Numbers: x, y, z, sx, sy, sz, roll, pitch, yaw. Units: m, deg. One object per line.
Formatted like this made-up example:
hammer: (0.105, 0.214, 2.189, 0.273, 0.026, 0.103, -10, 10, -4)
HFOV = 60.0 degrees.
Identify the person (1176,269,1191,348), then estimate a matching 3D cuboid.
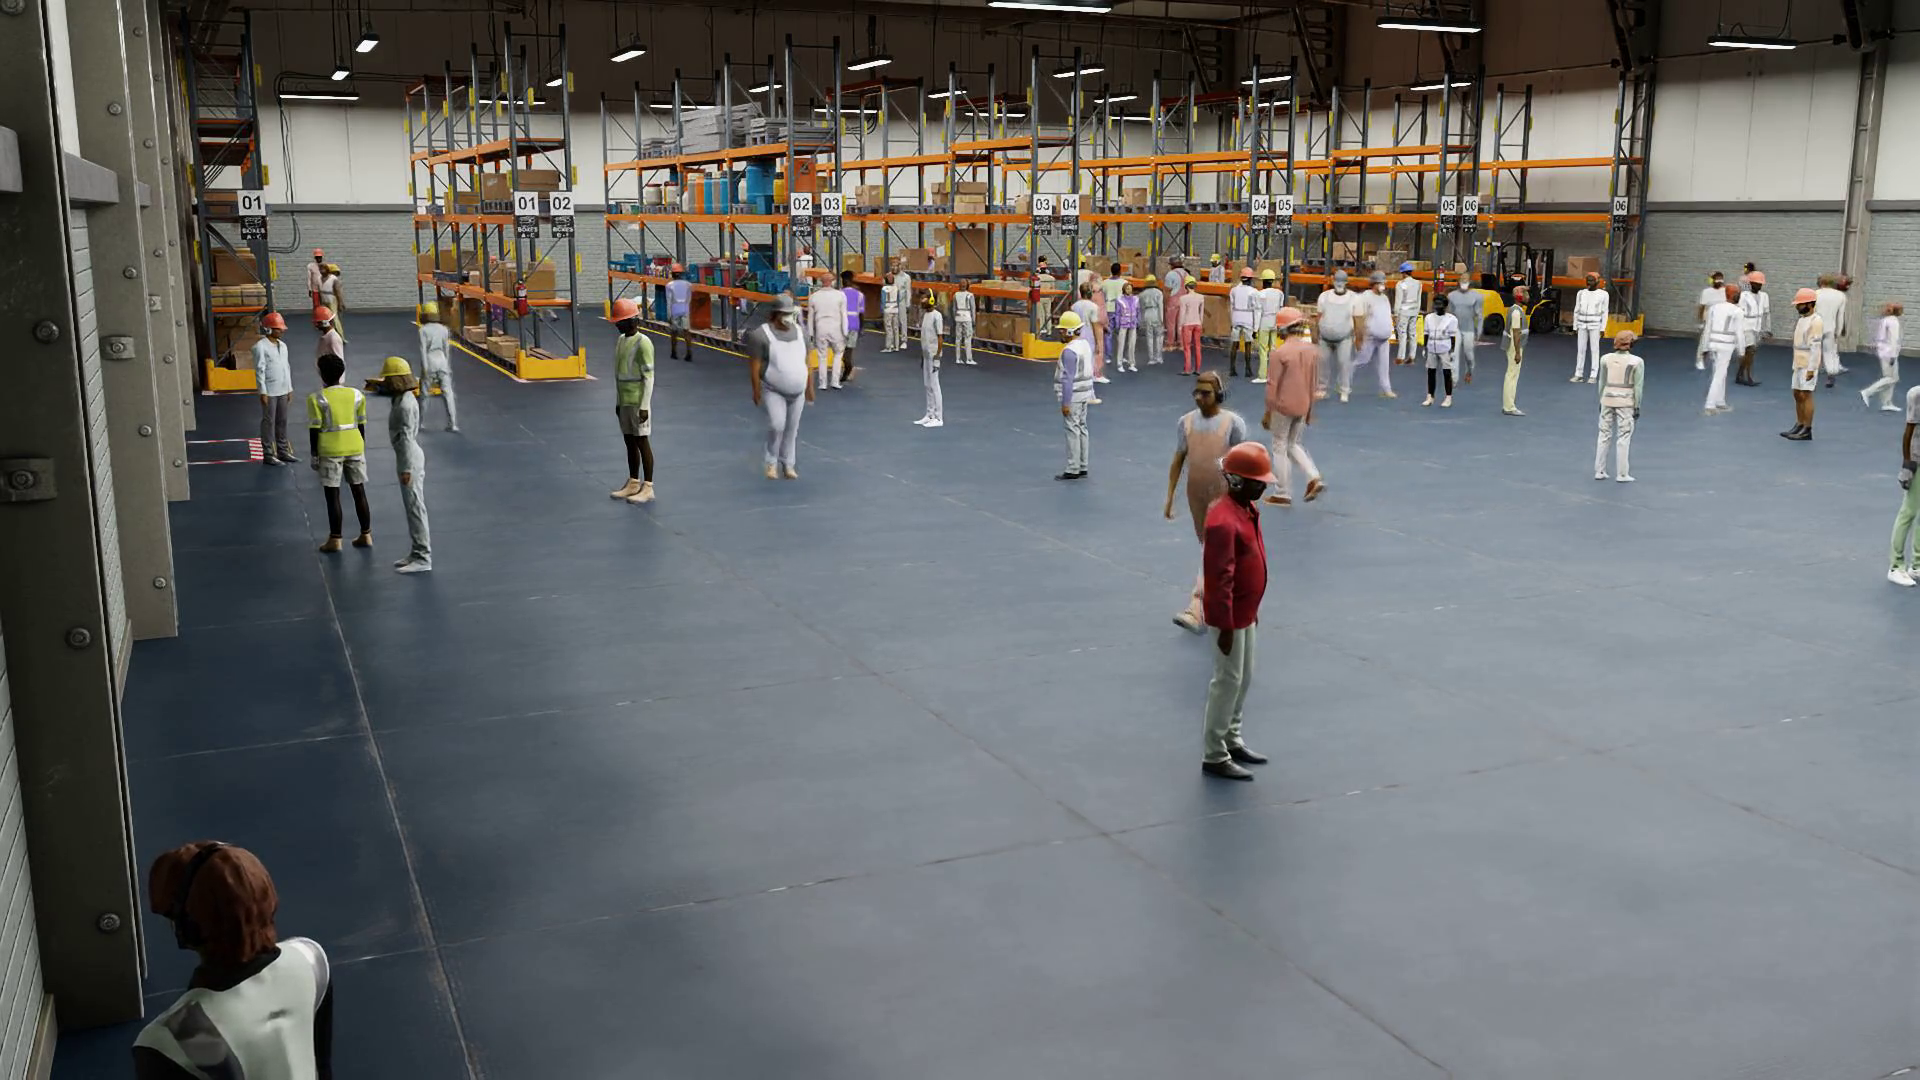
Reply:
person: (4.757, -4.933, 35.506, 0.320, 1.687, 0.537, -2, 11, -9)

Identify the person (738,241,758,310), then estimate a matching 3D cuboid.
person: (-6.313, -7.875, 49.593, 0.620, 2.027, 0.408, 1, 11, 5)

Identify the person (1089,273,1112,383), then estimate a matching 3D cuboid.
person: (2.334, -3.632, 28.480, 0.617, 1.862, 0.670, 4, 12, 18)

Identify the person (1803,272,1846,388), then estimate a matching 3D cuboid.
person: (14.008, -3.382, 27.015, 0.641, 1.926, 0.647, 2, 11, 9)

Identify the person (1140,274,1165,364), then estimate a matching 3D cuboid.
person: (3.699, -4.216, 31.821, 0.522, 1.705, 0.481, 7, 13, 31)

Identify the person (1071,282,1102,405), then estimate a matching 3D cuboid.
person: (1.900, -2.966, 25.103, 0.508, 1.846, 0.345, 11, 15, 43)

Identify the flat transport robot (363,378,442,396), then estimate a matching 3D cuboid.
flat transport robot: (-8.846, -2.467, 26.579, 1.431, 0.197, 0.652, 8, 14, 36)

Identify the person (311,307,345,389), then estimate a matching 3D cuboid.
person: (-7.692, -1.968, 20.290, 0.337, 1.742, 0.561, -7, 13, -32)

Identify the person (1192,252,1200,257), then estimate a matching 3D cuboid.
person: (7.448, -8.273, 52.603, 0.273, 1.636, 0.507, 0, 11, 1)

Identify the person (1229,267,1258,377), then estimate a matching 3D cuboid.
person: (5.020, -3.838, 29.347, 0.539, 1.929, 0.395, 7, 13, 30)

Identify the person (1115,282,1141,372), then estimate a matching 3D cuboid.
person: (3.039, -3.867, 30.235, 0.519, 1.633, 0.311, -5, 12, -22)

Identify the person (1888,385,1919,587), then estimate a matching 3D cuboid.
person: (7.523, -0.572, 12.893, 0.515, 1.864, 0.336, -3, 12, -16)

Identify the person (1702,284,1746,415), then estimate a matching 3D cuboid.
person: (10.975, -2.720, 23.791, 0.764, 1.862, 0.630, -4, 12, -19)

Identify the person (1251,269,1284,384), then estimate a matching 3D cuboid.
person: (5.201, -3.615, 28.194, 0.590, 1.927, 0.367, -6, 13, -30)

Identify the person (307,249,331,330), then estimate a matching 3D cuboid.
person: (-15.795, -6.186, 41.084, 0.608, 1.995, 0.376, -5, 12, -25)

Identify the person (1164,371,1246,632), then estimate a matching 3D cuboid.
person: (1.702, -0.282, 11.606, 0.530, 1.790, 0.973, 8, 14, 36)

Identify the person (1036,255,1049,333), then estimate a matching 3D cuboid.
person: (1.949, -5.911, 40.033, 0.525, 1.867, 0.317, 9, 14, 38)

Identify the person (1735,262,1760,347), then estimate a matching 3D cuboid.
person: (16.831, -5.008, 35.494, 0.521, 1.845, 0.718, -4, 12, -19)

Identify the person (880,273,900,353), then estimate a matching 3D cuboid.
person: (-1.443, -4.690, 34.392, 0.308, 1.639, 0.511, 10, 15, 41)

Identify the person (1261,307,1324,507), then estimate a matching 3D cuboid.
person: (3.250, -1.289, 16.256, 0.625, 1.969, 0.548, -9, 14, -38)

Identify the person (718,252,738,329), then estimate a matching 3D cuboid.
person: (-5.665, -6.075, 40.719, 0.584, 1.918, 0.381, 4, 12, 18)

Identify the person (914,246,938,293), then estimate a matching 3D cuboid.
person: (-0.861, -6.543, 42.834, 0.655, 2.019, 0.458, -2, 11, -11)

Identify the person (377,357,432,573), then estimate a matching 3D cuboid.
person: (-4.479, -0.607, 13.404, 0.330, 1.736, 0.484, -4, 12, -20)

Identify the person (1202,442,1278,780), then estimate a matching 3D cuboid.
person: (1.425, 0.358, 8.490, 0.353, 1.737, 0.574, 5, 12, 22)

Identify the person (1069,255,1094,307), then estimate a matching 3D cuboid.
person: (2.739, -5.477, 37.665, 0.590, 1.923, 0.383, -2, 11, -8)

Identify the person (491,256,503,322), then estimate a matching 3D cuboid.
person: (-12.335, -6.667, 44.151, 0.564, 1.748, 0.339, 8, 14, 35)

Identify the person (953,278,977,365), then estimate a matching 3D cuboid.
person: (0.086, -4.156, 31.670, 0.513, 1.641, 0.309, 9, 14, 37)

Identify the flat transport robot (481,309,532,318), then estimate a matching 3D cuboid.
flat transport robot: (-12.552, -6.210, 45.603, 1.431, 0.197, 0.652, 3, 11, 13)

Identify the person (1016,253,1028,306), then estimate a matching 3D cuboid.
person: (1.915, -8.073, 51.621, 0.541, 1.620, 0.447, -8, 13, -34)

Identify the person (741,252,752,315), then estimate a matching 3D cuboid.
person: (-6.056, -7.268, 47.179, 0.330, 1.763, 0.528, -3, 11, -13)

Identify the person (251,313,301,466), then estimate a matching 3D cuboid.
person: (-7.839, -1.729, 19.075, 0.352, 1.743, 0.565, 3, 11, 13)

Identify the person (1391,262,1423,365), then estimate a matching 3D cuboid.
person: (8.477, -4.290, 31.572, 0.602, 1.947, 0.389, -5, 12, -26)

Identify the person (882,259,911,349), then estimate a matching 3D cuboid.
person: (-1.361, -4.993, 35.289, 0.636, 1.900, 0.400, 3, 11, 14)

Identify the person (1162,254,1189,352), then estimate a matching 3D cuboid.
person: (4.466, -4.959, 34.731, 0.686, 2.000, 0.535, -10, 15, -42)

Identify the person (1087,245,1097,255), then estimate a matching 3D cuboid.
person: (4.306, -8.696, 54.205, 0.581, 1.867, 0.576, 7, 13, 33)

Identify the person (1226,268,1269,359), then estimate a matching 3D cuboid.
person: (5.665, -4.458, 32.816, 0.896, 1.800, 0.581, 8, 13, 34)
